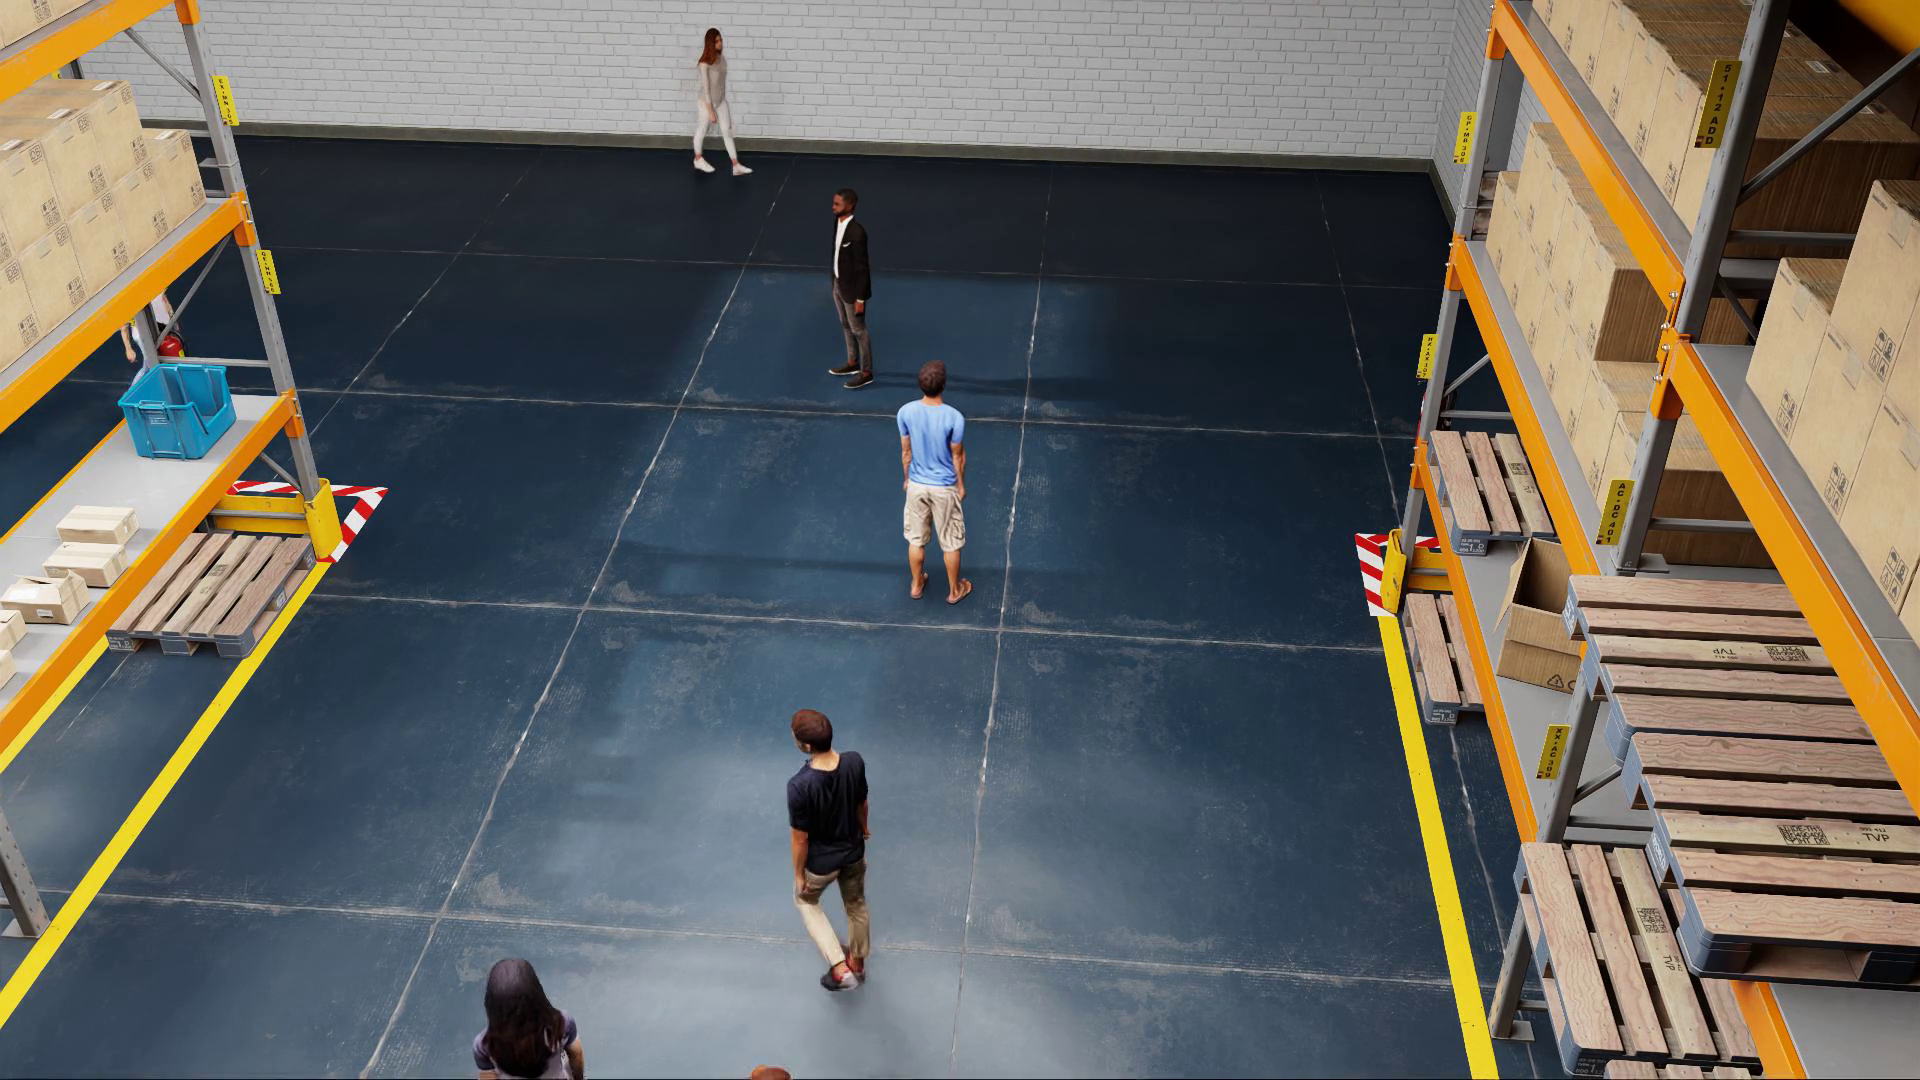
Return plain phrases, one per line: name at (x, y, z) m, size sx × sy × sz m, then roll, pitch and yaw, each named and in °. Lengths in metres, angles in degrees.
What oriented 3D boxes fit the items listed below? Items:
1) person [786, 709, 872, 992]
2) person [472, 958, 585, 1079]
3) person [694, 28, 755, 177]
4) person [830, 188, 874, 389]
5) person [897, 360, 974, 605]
person at (-0.622, 1.668, 8.534) m, size 0.825 × 1.838 × 0.867 m, roll -18°, pitch 37°, yaw -25°
person at (-1.900, 2.503, 7.396) m, size 0.691 × 1.709 × 0.698 m, roll -12°, pitch 36°, yaw -18°
person at (-2.817, -4.874, 18.528) m, size 0.996 × 1.672 × 1.072 m, roll 19°, pitch 38°, yaw 26°
person at (-0.940, -2.182, 14.361) m, size 0.801 × 1.801 × 0.686 m, roll -17°, pitch 37°, yaw -24°
person at (-0.185, -0.391, 11.611) m, size 0.706 × 1.863 × 0.650 m, roll 10°, pitch 35°, yaw 15°
